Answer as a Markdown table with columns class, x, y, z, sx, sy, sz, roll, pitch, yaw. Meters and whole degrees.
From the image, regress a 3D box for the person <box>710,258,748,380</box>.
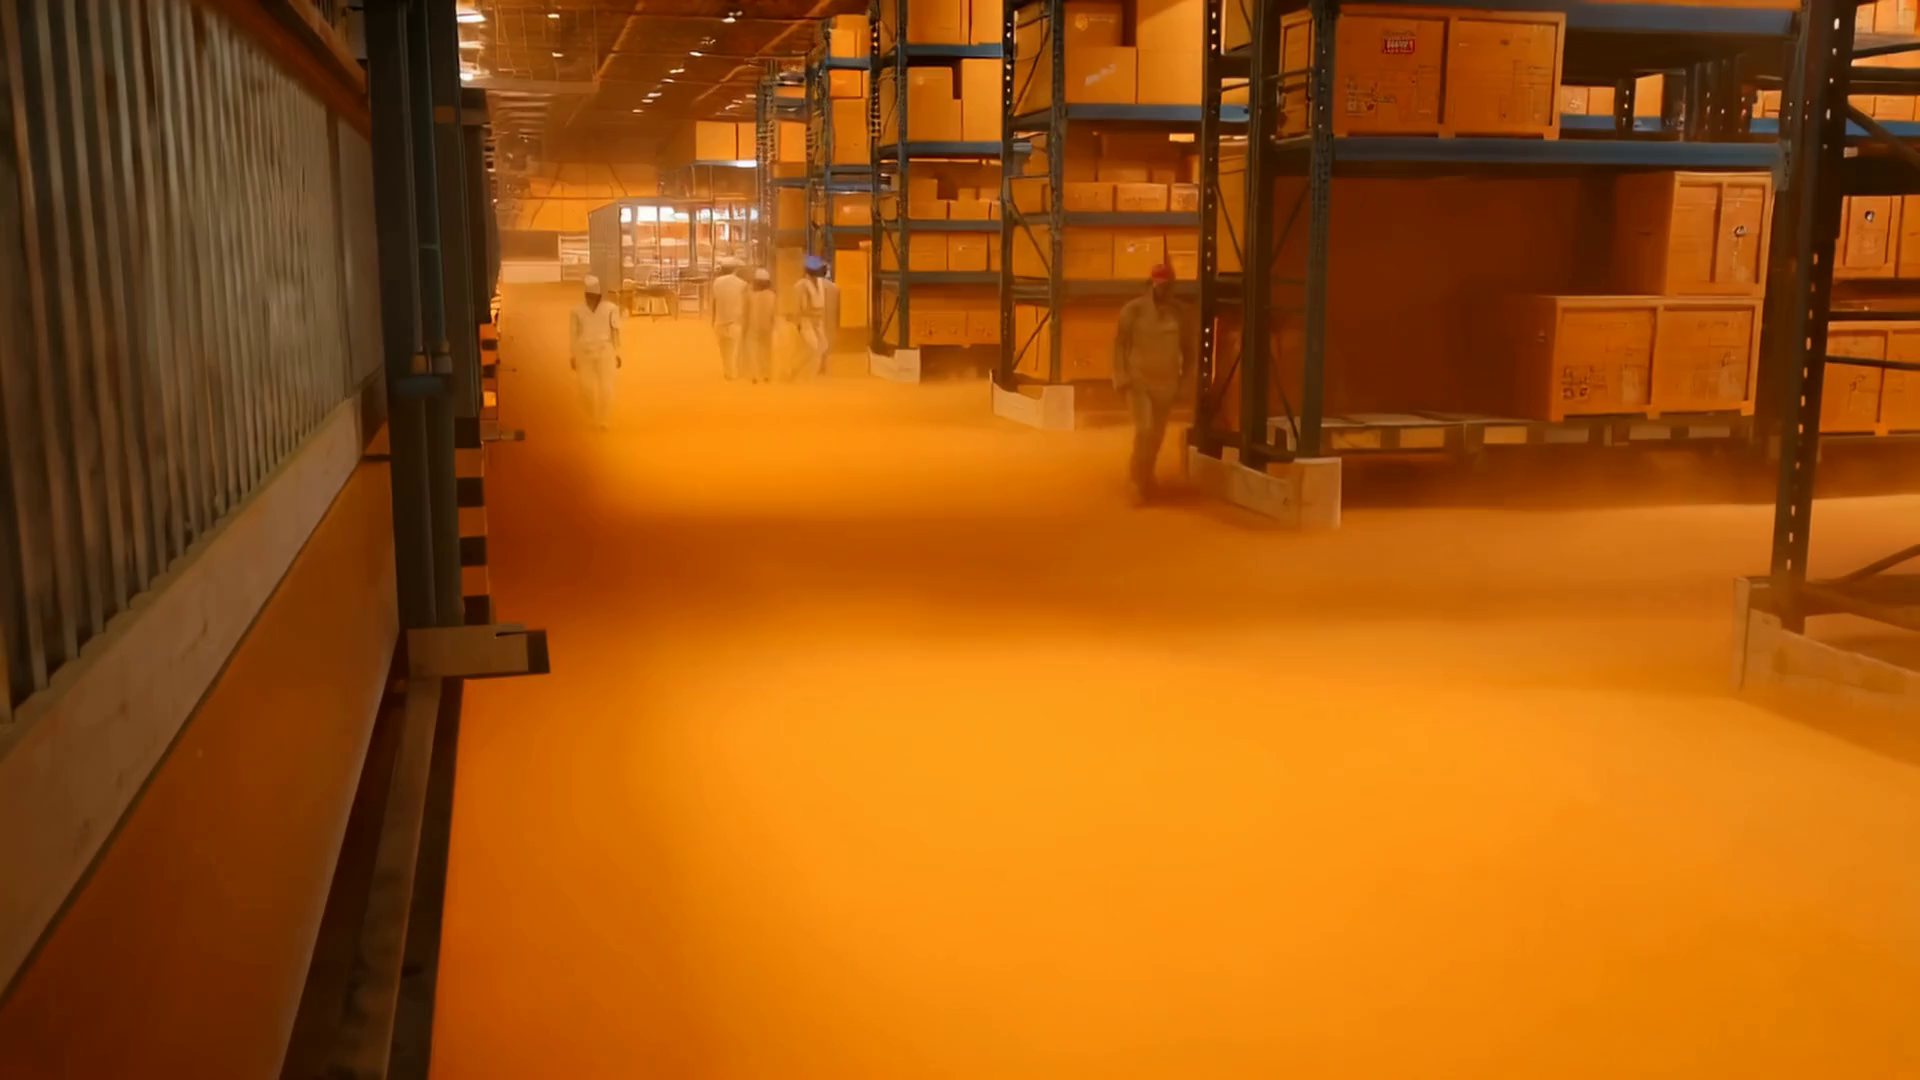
| class | x | y | z | sx | sy | sz | roll | pitch | yaw |
| --- | --- | --- | --- | --- | --- | --- | --- | --- | --- |
| person | -3.533 | -3.381 | 25.452 | 0.568 | 1.850 | 1.055 | -1 | 10 | -8 |

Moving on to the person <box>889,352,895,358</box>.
| class | x | y | z | sx | sy | sz | roll | pitch | yaw |
| --- | --- | --- | --- | --- | --- | --- | --- | --- | --- |
| person | -0.870 | -3.646 | 27.297 | 0.869 | 1.732 | 0.538 | -3 | 11 | -18 |

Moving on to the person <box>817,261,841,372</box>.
| class | x | y | z | sx | sy | sz | roll | pitch | yaw |
| --- | --- | --- | --- | --- | --- | --- | --- | --- | --- |
| person | -2.222 | -3.553 | 26.569 | 0.686 | 1.790 | 0.472 | 2 | 10 | 14 |

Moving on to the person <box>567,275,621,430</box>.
| class | x | y | z | sx | sy | sz | roll | pitch | yaw |
| --- | --- | --- | --- | --- | --- | --- | --- | --- | --- |
| person | -4.037 | -2.067 | 18.379 | 0.586 | 1.703 | 0.817 | -2 | 10 | -12 |

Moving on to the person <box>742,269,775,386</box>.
| class | x | y | z | sx | sy | sz | roll | pitch | yaw |
| --- | --- | --- | --- | --- | --- | --- | --- | --- | --- |
| person | -2.931 | -3.098 | 24.291 | 0.502 | 1.682 | 0.945 | -2 | 10 | -12 |

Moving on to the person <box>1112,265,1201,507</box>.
| class | x | y | z | sx | sy | sz | roll | pitch | yaw |
| --- | --- | --- | --- | --- | --- | --- | --- | --- | --- |
| person | 1.568 | -1.180 | 12.906 | 0.667 | 1.863 | 0.911 | -2 | 10 | -14 |

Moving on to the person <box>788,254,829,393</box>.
| class | x | y | z | sx | sy | sz | roll | pitch | yaw |
| --- | --- | --- | --- | --- | --- | --- | --- | --- | --- |
| person | -2.125 | -3.024 | 23.212 | 0.735 | 1.919 | 0.611 | 8 | 13 | 37 |

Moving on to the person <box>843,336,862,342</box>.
| class | x | y | z | sx | sy | sz | roll | pitch | yaw |
| --- | --- | --- | --- | --- | --- | --- | --- | --- | --- |
| person | -2.242 | -5.093 | 35.178 | 0.441 | 1.825 | 0.652 | 0 | 10 | 3 |
